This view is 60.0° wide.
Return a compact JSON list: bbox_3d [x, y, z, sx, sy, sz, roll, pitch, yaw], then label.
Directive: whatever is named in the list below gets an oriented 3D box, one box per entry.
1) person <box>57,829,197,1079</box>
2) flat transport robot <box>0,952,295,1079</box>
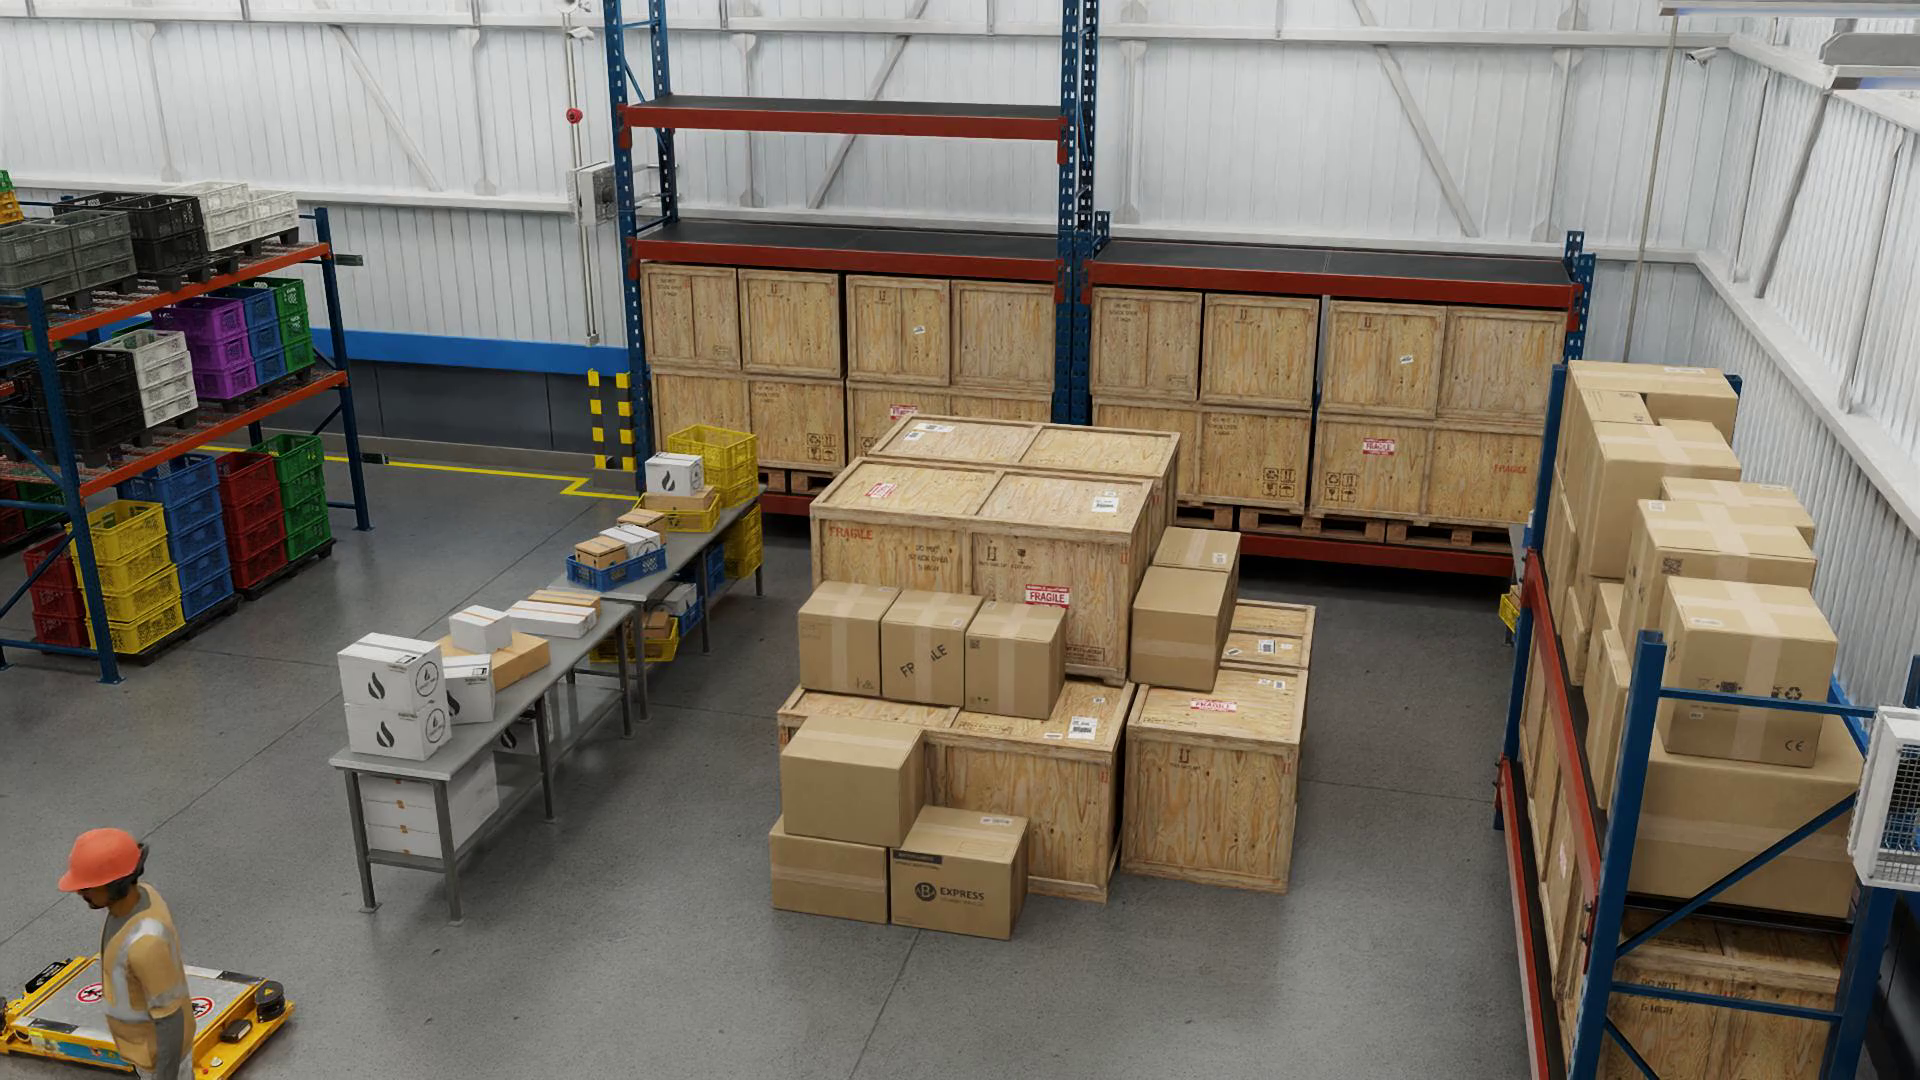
[{"bbox_3d":[-3.440,2.116,7.031,0.388,2.039,0.614,-14,25,-32],"label":"person"},{"bbox_3d":[-4.270,2.464,8.601,1.431,0.231,0.659,5,22,13],"label":"flat transport robot"}]
